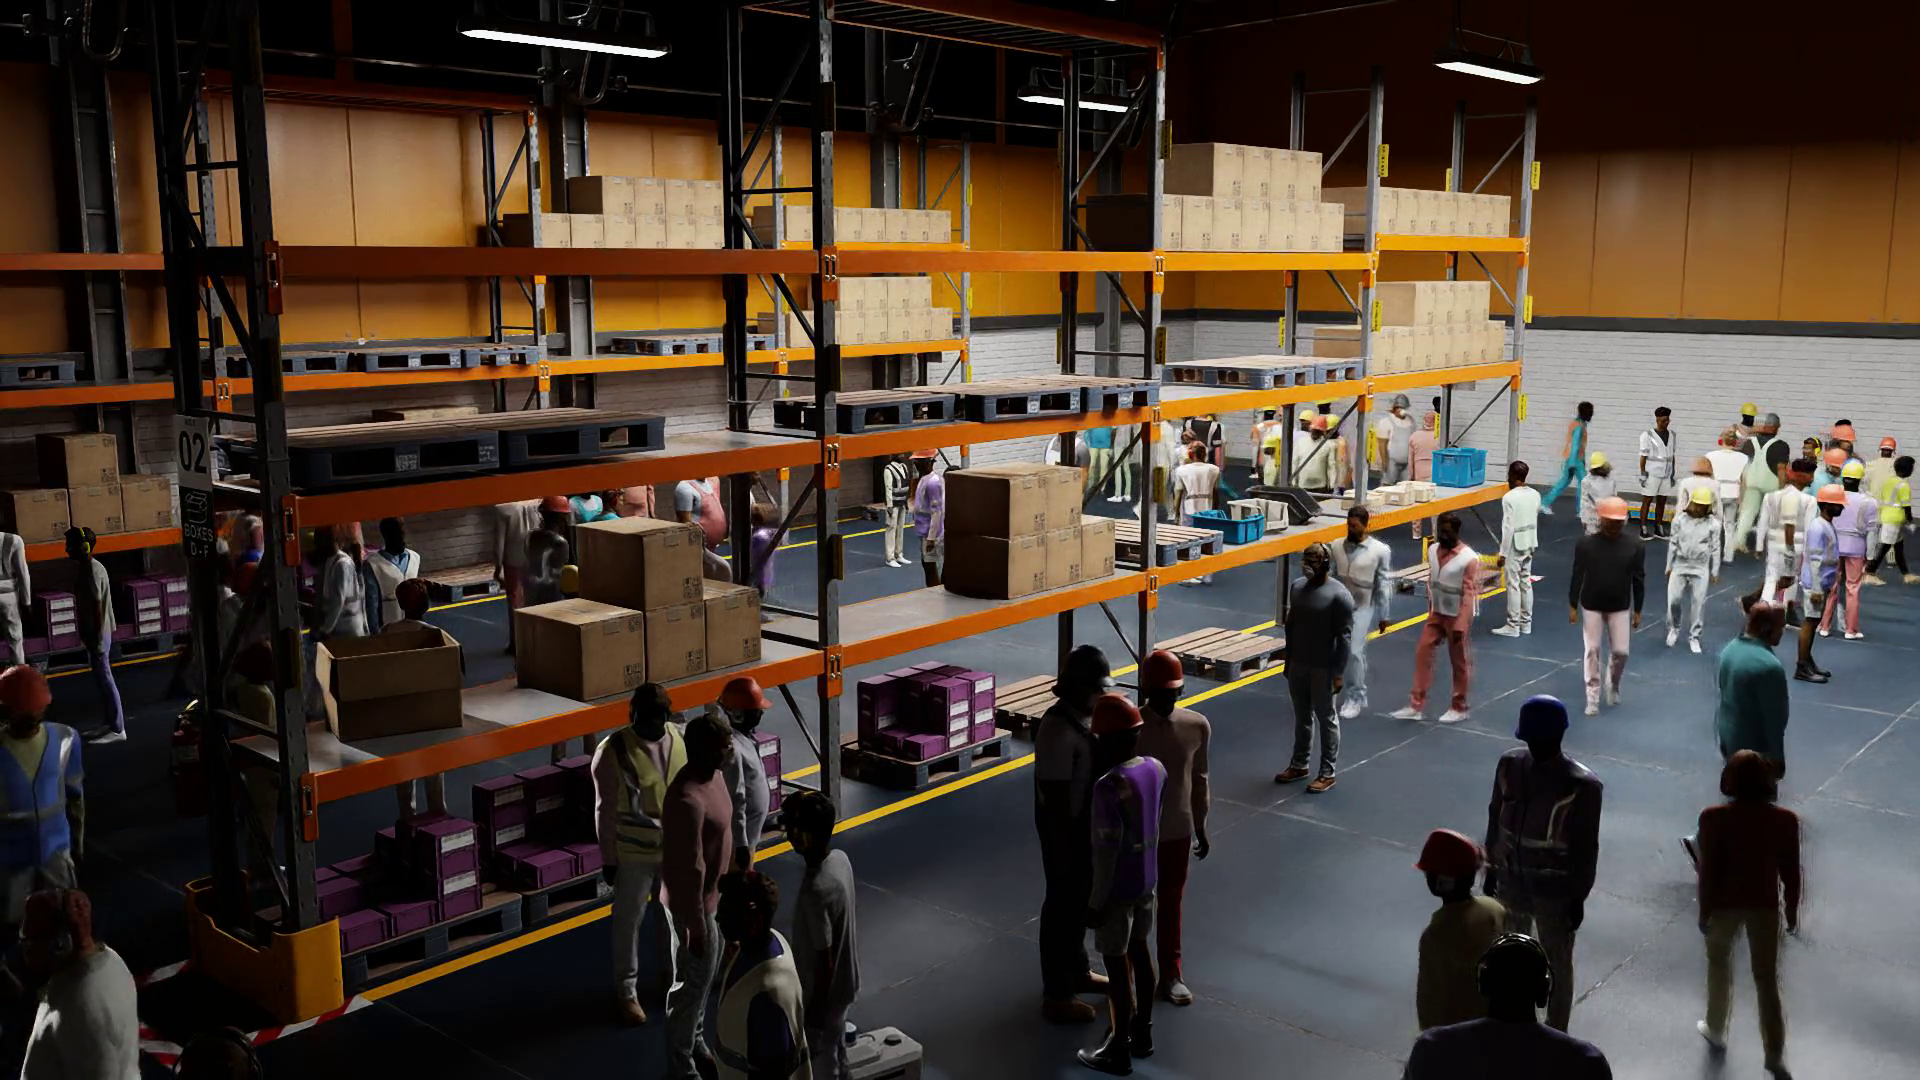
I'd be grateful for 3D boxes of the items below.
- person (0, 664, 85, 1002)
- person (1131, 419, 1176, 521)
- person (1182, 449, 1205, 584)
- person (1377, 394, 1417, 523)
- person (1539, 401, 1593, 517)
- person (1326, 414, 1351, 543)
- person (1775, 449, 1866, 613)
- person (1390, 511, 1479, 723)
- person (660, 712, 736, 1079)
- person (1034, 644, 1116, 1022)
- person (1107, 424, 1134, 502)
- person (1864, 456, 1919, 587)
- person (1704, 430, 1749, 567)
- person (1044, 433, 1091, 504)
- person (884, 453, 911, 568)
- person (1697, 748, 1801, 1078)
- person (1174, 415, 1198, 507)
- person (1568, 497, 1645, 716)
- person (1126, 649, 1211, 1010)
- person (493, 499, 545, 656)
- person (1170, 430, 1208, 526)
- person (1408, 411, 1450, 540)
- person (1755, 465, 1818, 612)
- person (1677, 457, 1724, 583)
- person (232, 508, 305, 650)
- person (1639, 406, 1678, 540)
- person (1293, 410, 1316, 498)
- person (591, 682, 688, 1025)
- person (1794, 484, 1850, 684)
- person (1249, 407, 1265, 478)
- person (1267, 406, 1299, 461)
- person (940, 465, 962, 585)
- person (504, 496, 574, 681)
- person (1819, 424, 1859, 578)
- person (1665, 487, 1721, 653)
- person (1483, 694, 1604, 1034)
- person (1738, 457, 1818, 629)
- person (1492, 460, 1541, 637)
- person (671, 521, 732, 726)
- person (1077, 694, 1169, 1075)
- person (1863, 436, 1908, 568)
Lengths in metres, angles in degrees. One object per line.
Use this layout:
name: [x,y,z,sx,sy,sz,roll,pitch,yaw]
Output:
person: [-4.951,1.609,8.769,0.738,2.025,0.627,8,12,40]
person: [3.095,-1.192,25.916,0.911,1.875,0.651,-2,10,-14]
person: [2.974,-0.328,21.130,0.295,1.744,0.489,3,10,17]
person: [6.866,-1.274,25.888,0.703,2.000,0.812,-3,10,-18]
person: [9.739,-1.291,26.505,0.896,1.878,0.614,3,10,17]
person: [5.404,-0.857,23.830,0.521,1.907,0.737,0,10,0]
person: [10.012,-0.102,19.233,1.022,1.918,0.695,7,12,35]
person: [4.175,0.697,14.557,0.828,1.890,0.611,-5,11,-27]
person: [-1.254,1.771,8.060,0.378,1.929,0.627,0,10,1]
person: [0.683,1.550,9.034,0.535,2.000,0.684,4,10,21]
person: [2.723,-1.579,28.207,0.532,1.876,0.321,-7,12,-36]
person: [11.734,-0.225,20.751,0.753,1.655,0.550,2,10,11]
person: [10.141,-0.540,22.128,0.599,1.832,0.428,1,10,7]
person: [1.381,-0.690,22.407,0.676,2.000,0.536,6,11,31]
person: [-0.847,-0.459,22.224,0.306,1.640,0.523,4,10,25]
person: [4.001,1.882,8.395,0.514,1.596,0.682,1,10,9]
person: [3.768,-1.301,27.151,0.546,1.653,0.821,-8,12,-39]
person: [5.795,0.588,14.943,0.647,1.982,0.421,3,10,19]
person: [1.079,1.565,9.075,0.613,1.995,0.391,-2,10,-12]
person: [-4.542,0.202,17.225,0.612,1.994,0.385,-8,13,-40]
person: [3.400,-0.821,24.483,0.567,1.604,0.578,0,10,2]
person: [6.849,-0.929,24.232,0.643,1.908,0.411,7,12,34]
person: [9.070,0.094,18.313,0.598,1.855,0.887,8,12,38]
person: [9.433,-0.257,21.184,0.855,1.587,0.522,-9,13,-43]
person: [-7.305,0.323,17.100,0.891,1.803,0.587,-9,13,-44]
person: [10.223,-0.978,24.345,0.613,1.965,0.361,-3,10,-16]
person: [5.014,-0.932,24.219,0.380,1.917,0.586,-9,13,-42]
person: [-1.653,1.661,8.969,0.625,1.840,0.430,-8,12,-39]
person: [8.363,0.413,16.131,0.371,1.935,0.550,7,12,34]
person: [5.620,-2.114,31.301,0.399,1.924,0.623,3,10,17]
person: [4.920,-1.141,25.450,0.553,1.923,0.518,7,12,37]
person: [-0.079,-0.035,19.519,0.315,1.696,0.540,3,10,16]
person: [-3.757,0.575,14.934,0.652,2.014,0.701,9,13,42]
person: [11.205,-0.491,21.322,0.628,2.013,0.832,-6,11,-31]
person: [7.647,0.307,17.358,0.526,1.733,0.366,4,10,21]
person: [2.901,1.710,8.375,0.395,1.941,0.601,-7,12,-38]
person: [9.075,0.036,18.387,0.687,1.945,0.639,7,12,35]
person: [6.075,0.094,18.091,0.597,1.916,0.371,-8,12,-38]
person: [-2.240,0.786,13.992,0.643,1.909,0.410,-1,10,-3]
person: [0.799,1.718,8.365,0.367,1.930,0.542,7,12,36]
person: [12.287,-0.504,22.148,0.564,1.752,0.338,4,10,24]
